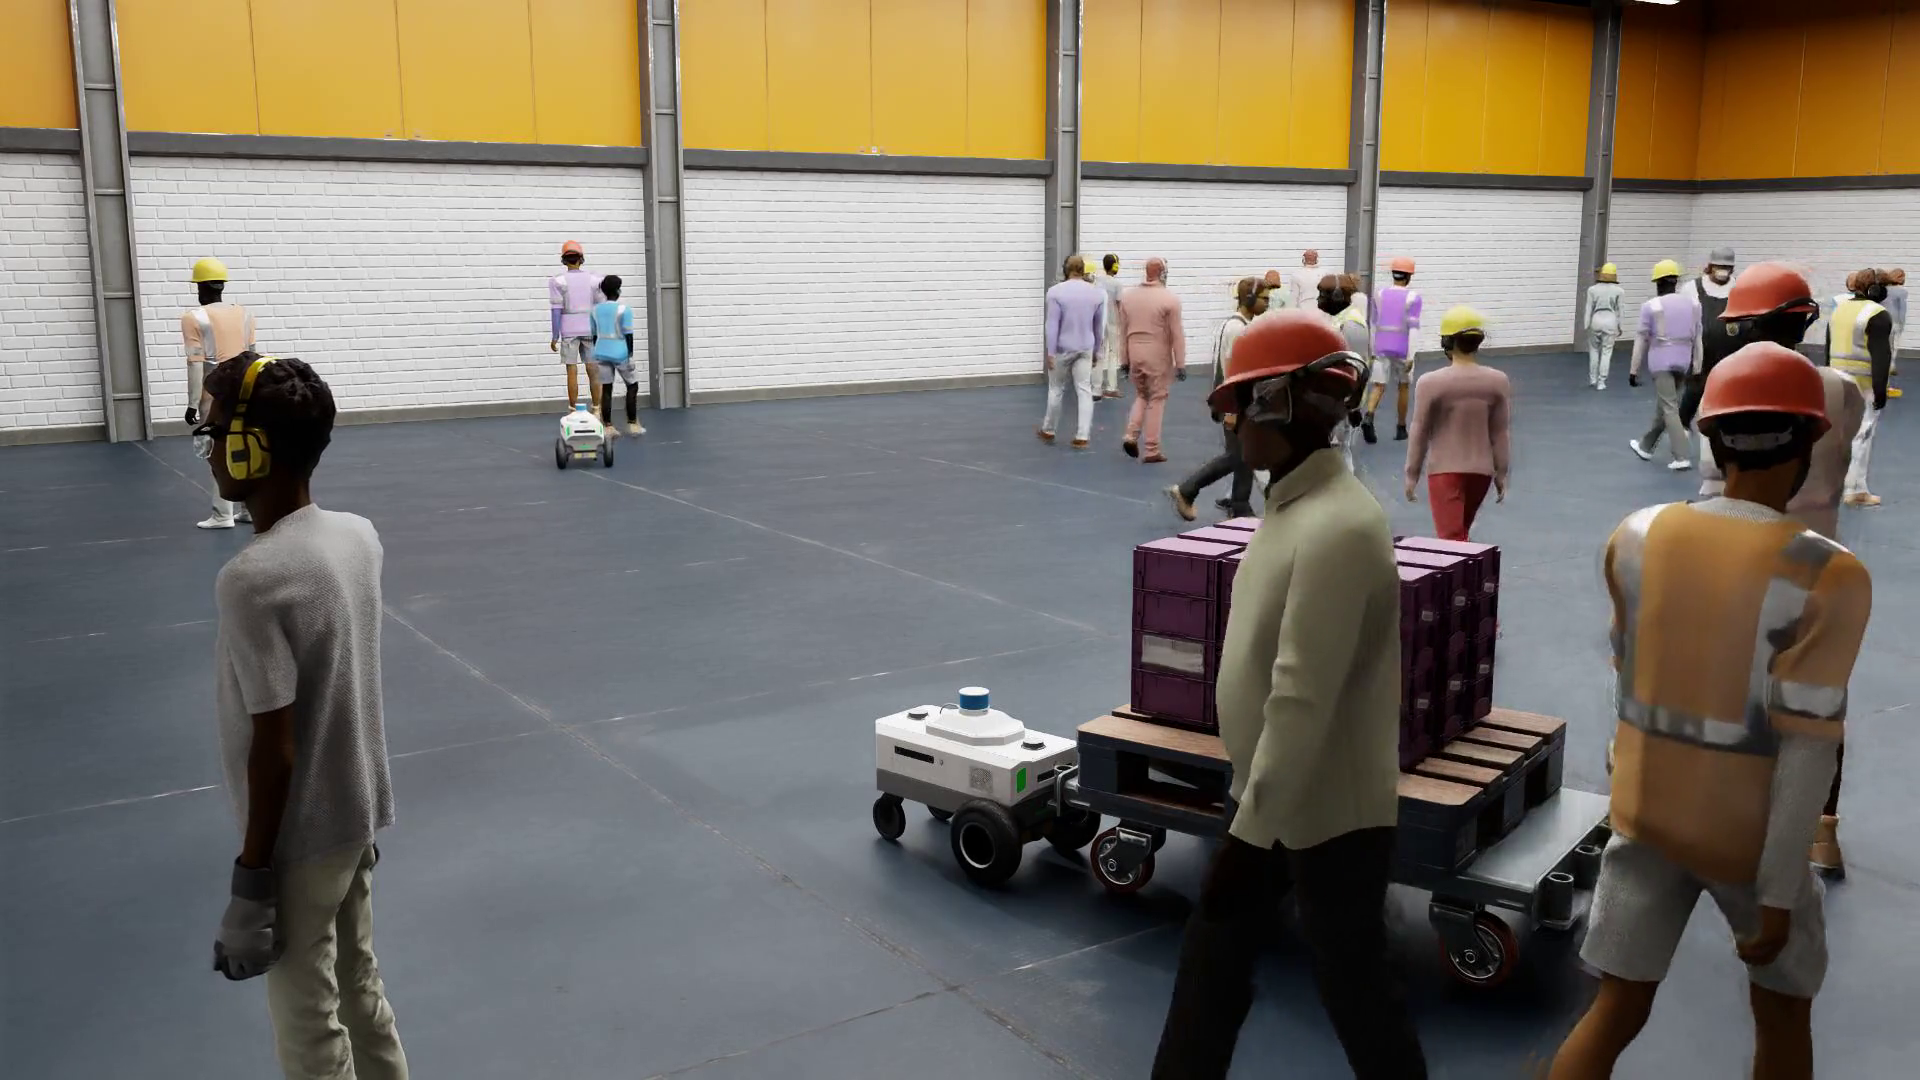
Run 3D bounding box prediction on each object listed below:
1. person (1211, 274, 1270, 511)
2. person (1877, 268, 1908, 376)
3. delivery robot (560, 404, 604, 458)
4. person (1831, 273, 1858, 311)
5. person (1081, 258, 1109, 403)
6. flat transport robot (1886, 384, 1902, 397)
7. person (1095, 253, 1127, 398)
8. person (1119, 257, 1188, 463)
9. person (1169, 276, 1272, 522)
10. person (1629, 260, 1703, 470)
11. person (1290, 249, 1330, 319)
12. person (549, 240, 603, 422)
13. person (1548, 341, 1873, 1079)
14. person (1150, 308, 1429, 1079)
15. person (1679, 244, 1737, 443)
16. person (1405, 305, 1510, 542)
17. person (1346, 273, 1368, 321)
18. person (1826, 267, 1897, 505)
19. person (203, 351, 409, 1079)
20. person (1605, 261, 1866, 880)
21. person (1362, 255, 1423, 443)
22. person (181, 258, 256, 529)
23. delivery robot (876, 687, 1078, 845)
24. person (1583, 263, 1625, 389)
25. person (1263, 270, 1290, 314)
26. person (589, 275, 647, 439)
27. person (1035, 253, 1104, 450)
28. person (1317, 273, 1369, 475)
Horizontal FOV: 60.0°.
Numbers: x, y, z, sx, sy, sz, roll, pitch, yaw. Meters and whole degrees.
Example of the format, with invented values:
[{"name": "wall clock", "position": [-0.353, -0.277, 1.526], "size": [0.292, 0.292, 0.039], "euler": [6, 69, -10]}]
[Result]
[{"name": "person", "position": [2.173, -1.057, 12.322], "size": [0.593, 1.810, 0.797], "euler": [-7, 12, -33]}, {"name": "person", "position": [13.847, -3.244, 24.812], "size": [0.503, 1.614, 0.512], "euler": [-4, 11, -23]}, {"name": "delivery robot", "position": [-3.450, -0.998, 15.162], "size": [0.477, 0.478, 0.707], "euler": [-3, 11, -17]}, {"name": "person", "position": [10.887, -2.434, 20.322], "size": [0.521, 1.637, 0.310], "euler": [3, 11, 16]}, {"name": "person", "position": [1.621, -2.609, 20.794], "size": [0.434, 1.811, 0.614], "euler": [-7, 12, -34]}, {"name": "flat transport robot", "position": [11.339, -1.954, 21.440], "size": [1.431, 0.197, 0.652], "euler": [-4, 11, -21]}, {"name": "person", "position": [1.931, -2.770, 21.530], "size": [0.318, 1.869, 0.532], "euler": [-10, 14, -44]}, {"name": "person", "position": [1.787, -1.651, 15.347], "size": [0.662, 1.894, 0.435], "euler": [10, 14, 43]}, {"name": "person", "position": [1.875, -0.964, 11.804], "size": [0.657, 1.813, 0.568], "euler": [3, 11, 17]}, {"name": "person", "position": [6.371, -1.586, 15.055], "size": [0.603, 1.858, 1.028], "euler": [-2, 11, -12]}, {"name": "person", "position": [4.991, -3.208, 23.830], "size": [0.646, 1.907, 0.401], "euler": [-2, 11, -12]}, {"name": "person", "position": [-4.273, -2.306, 18.526], "size": [0.605, 2.036, 0.393], "euler": [-6, 12, -32]}, {"name": "person", "position": [1.441, 0.562, 3.254], "size": [0.914, 1.891, 0.543], "euler": [-8, 13, -37]}, {"name": "person", "position": [0.603, 0.517, 3.330], "size": [0.912, 1.926, 0.612], "euler": [-1, 10, -8]}, {"name": "person", "position": [7.322, -1.876, 16.158], "size": [0.689, 2.000, 0.585], "euler": [2, 11, 11]}, {"name": "person", "position": [2.612, -0.342, 8.613], "size": [0.528, 1.735, 0.850], "euler": [-2, 11, -13]}, {"name": "person", "position": [5.331, -2.860, 22.803], "size": [0.501, 1.577, 0.885], "euler": [7, 12, 33]}, {"name": "person", "position": [7.031, -1.199, 12.991], "size": [0.429, 1.841, 0.633], "euler": [-1, 10, -7]}, {"name": "person", "position": [-1.253, 0.581, 3.156], "size": [0.328, 1.872, 0.514], "euler": [0, 10, 2]}, {"name": "person", "position": [2.699, 0.064, 5.666], "size": [0.633, 1.986, 1.049], "euler": [-2, 11, -11]}, {"name": "person", "position": [4.354, -1.918, 16.783], "size": [0.548, 1.906, 0.860], "euler": [6, 12, 31]}, {"name": "person", "position": [-5.281, -1.037, 11.869], "size": [0.368, 1.925, 0.594], "euler": [5, 11, 24]}, {"name": "delivery robot", "position": [0.046, 0.741, 5.627], "size": [0.707, 0.478, 0.477], "euler": [9, 14, 41]}, {"name": "person", "position": [8.890, -2.948, 22.923], "size": [0.509, 1.715, 0.709], "euler": [6, 12, 28]}, {"name": "person", "position": [4.201, -2.823, 22.467], "size": [0.499, 1.632, 0.279], "euler": [2, 11, 11]}, {"name": "person", "position": [-3.527, -1.896, 17.207], "size": [0.554, 1.681, 0.568], "euler": [4, 11, 22]}, {"name": "person", "position": [1.070, -1.872, 16.493], "size": [0.660, 1.903, 0.936], "euler": [-4, 11, -21]}, {"name": "person", "position": [2.571, -0.987, 11.944], "size": [0.759, 1.821, 0.634], "euler": [0, 10, 1]}]
